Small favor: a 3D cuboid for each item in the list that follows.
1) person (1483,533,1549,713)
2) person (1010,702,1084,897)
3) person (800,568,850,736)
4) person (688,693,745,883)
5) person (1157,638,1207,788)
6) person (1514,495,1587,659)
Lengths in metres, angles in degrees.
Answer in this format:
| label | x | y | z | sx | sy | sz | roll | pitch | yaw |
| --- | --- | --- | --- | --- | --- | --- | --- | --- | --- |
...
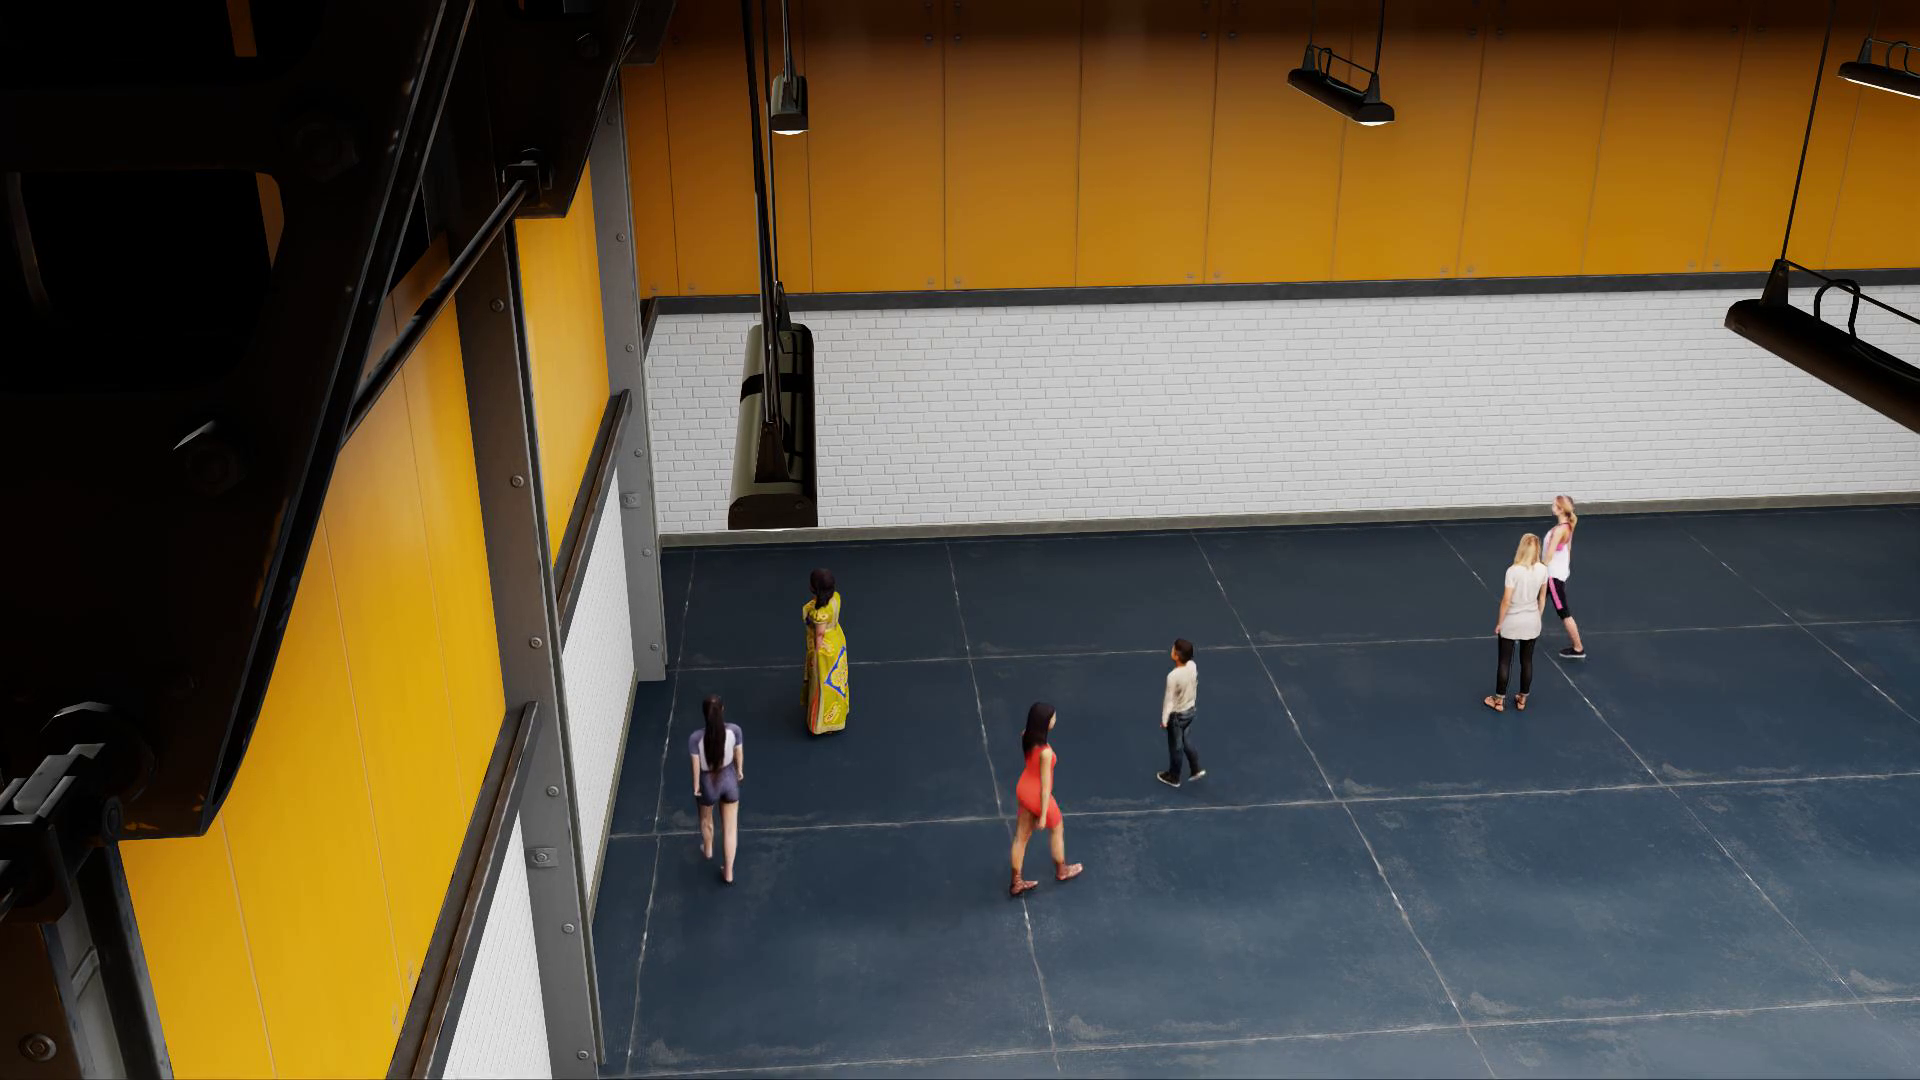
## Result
| label | x | y | z | sx | sy | sz | roll | pitch | yaw |
| --- | --- | --- | --- | --- | --- | --- | --- | --- | --- |
| person | 5.376 | 0.796 | 15.950 | 0.620 | 1.826 | 0.527 | -3 | 24 | -6 |
| person | 0.527 | 2.080 | 13.178 | 0.896 | 1.694 | 0.931 | -15 | 28 | -31 |
| person | -1.267 | 1.018 | 15.648 | 1.006 | 1.661 | 0.843 | 5 | 24 | 11 |
| person | -1.926 | 2.030 | 13.376 | 0.719 | 1.626 | 0.899 | -7 | 25 | -16 |
| person | 2.002 | 1.553 | 14.679 | 0.812 | 1.458 | 0.748 | 21 | 31 | 40 |
| person | 6.144 | 0.420 | 16.925 | 1.157 | 1.734 | 1.173 | 15 | 28 | 30 |
